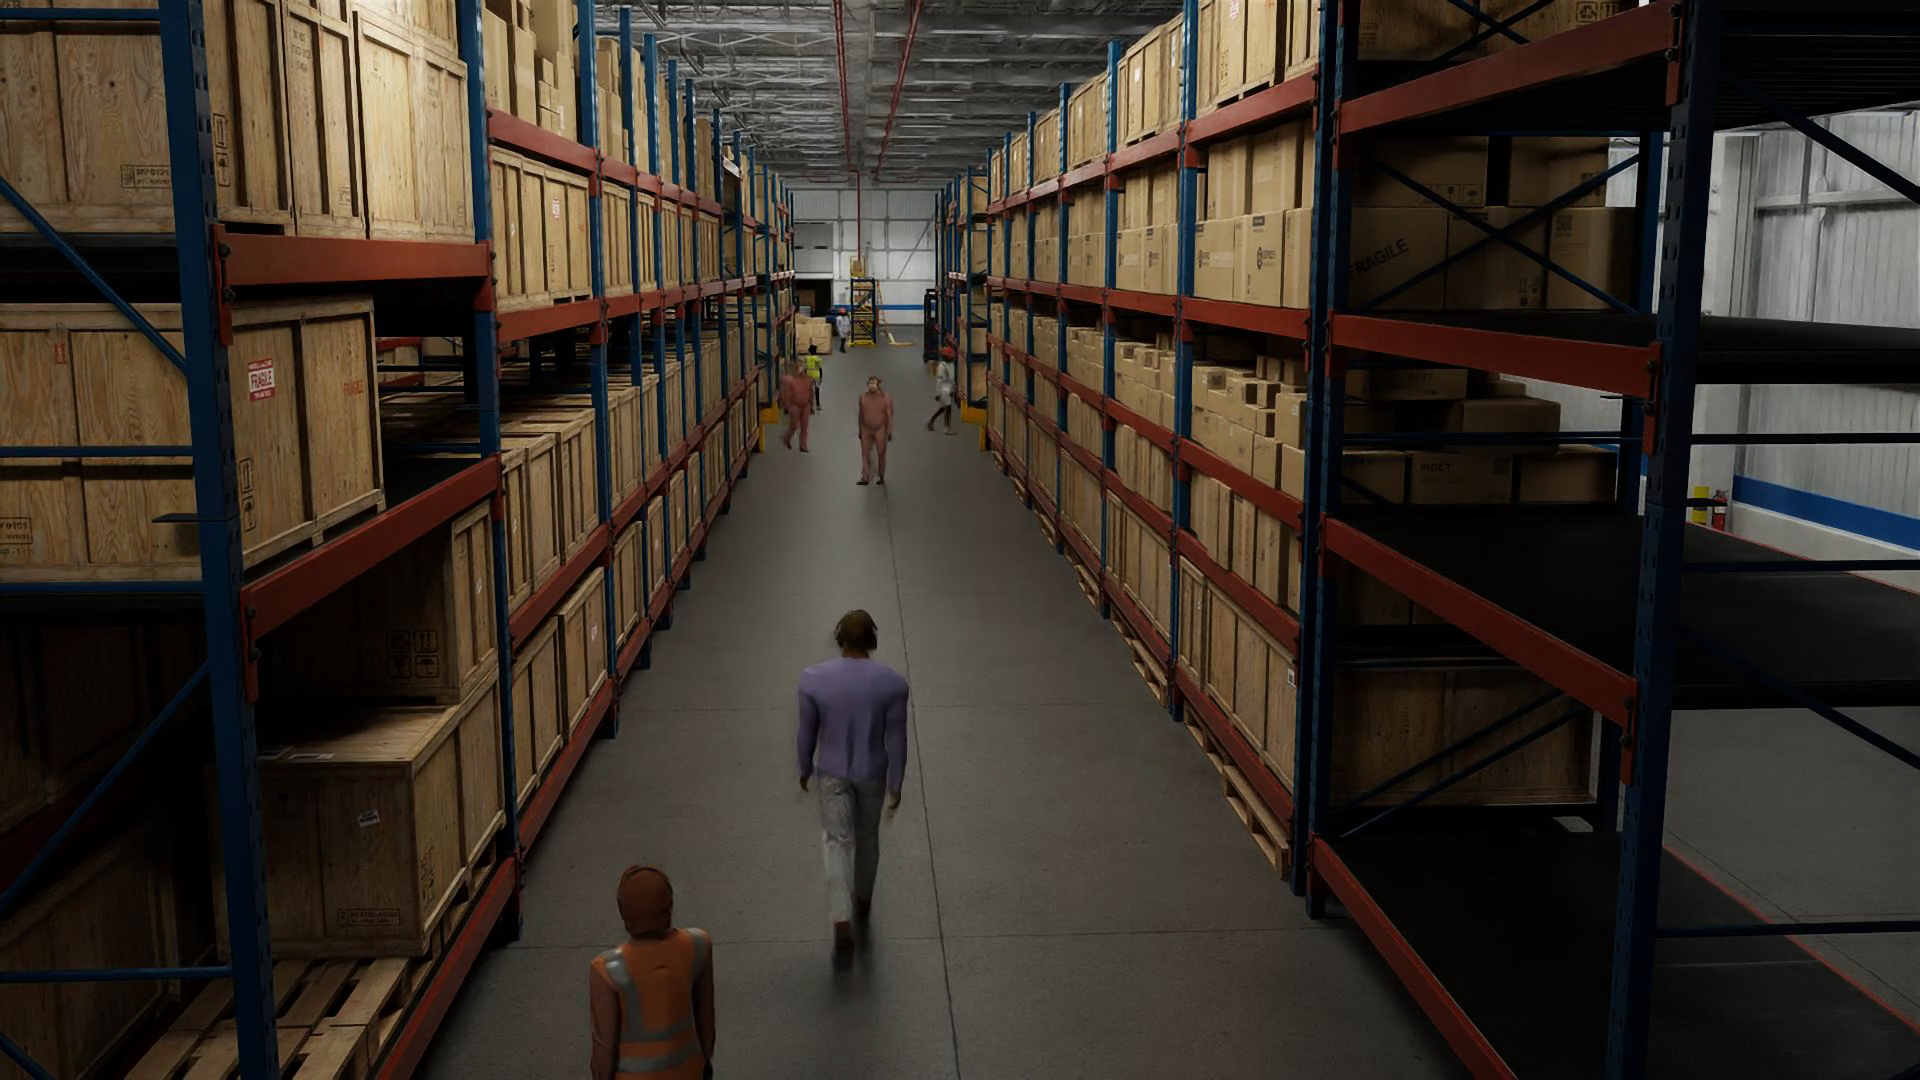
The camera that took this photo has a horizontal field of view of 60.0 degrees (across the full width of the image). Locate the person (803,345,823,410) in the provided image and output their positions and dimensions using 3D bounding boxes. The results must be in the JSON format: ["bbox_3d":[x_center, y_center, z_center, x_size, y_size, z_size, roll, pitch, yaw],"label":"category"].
[{"bbox_3d":[-3.816,-4.215,43.174,0.541,1.695,0.316,2,10,14],"label":"person"}]

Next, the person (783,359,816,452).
[{"bbox_3d":[-3.253,-2.705,33.591,0.654,1.894,0.472,-6,11,-34],"label":"person"}]

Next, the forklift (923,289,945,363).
[{"bbox_3d":[-0.837,-8.196,63.423,1.129,2.768,1.873,-1,10,-3],"label":"forklift"}]

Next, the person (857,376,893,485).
[{"bbox_3d":[-1.489,-1.857,28.544,0.670,1.871,0.892,3,10,15],"label":"person"}]

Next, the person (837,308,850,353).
[{"bbox_3d":[-4.944,-8.851,70.227,0.553,1.919,0.775,-4,10,-24],"label":"person"}]

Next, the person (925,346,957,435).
[{"bbox_3d":[-0.419,-3.341,37.087,0.847,1.998,0.657,5,11,25],"label":"person"}]

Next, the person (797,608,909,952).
[{"bbox_3d":[-0.598,1.333,9.411,0.628,1.911,0.952,-2,10,-9],"label":"person"}]

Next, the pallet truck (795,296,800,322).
[{"bbox_3d":[-8.622,-12.439,91.403,1.885,1.965,0.823,2,10,13],"label":"pallet truck"}]

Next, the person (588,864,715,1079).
[{"bbox_3d":[-1.134,2.008,6.184,0.515,1.636,0.315,-7,12,-38],"label":"person"}]
